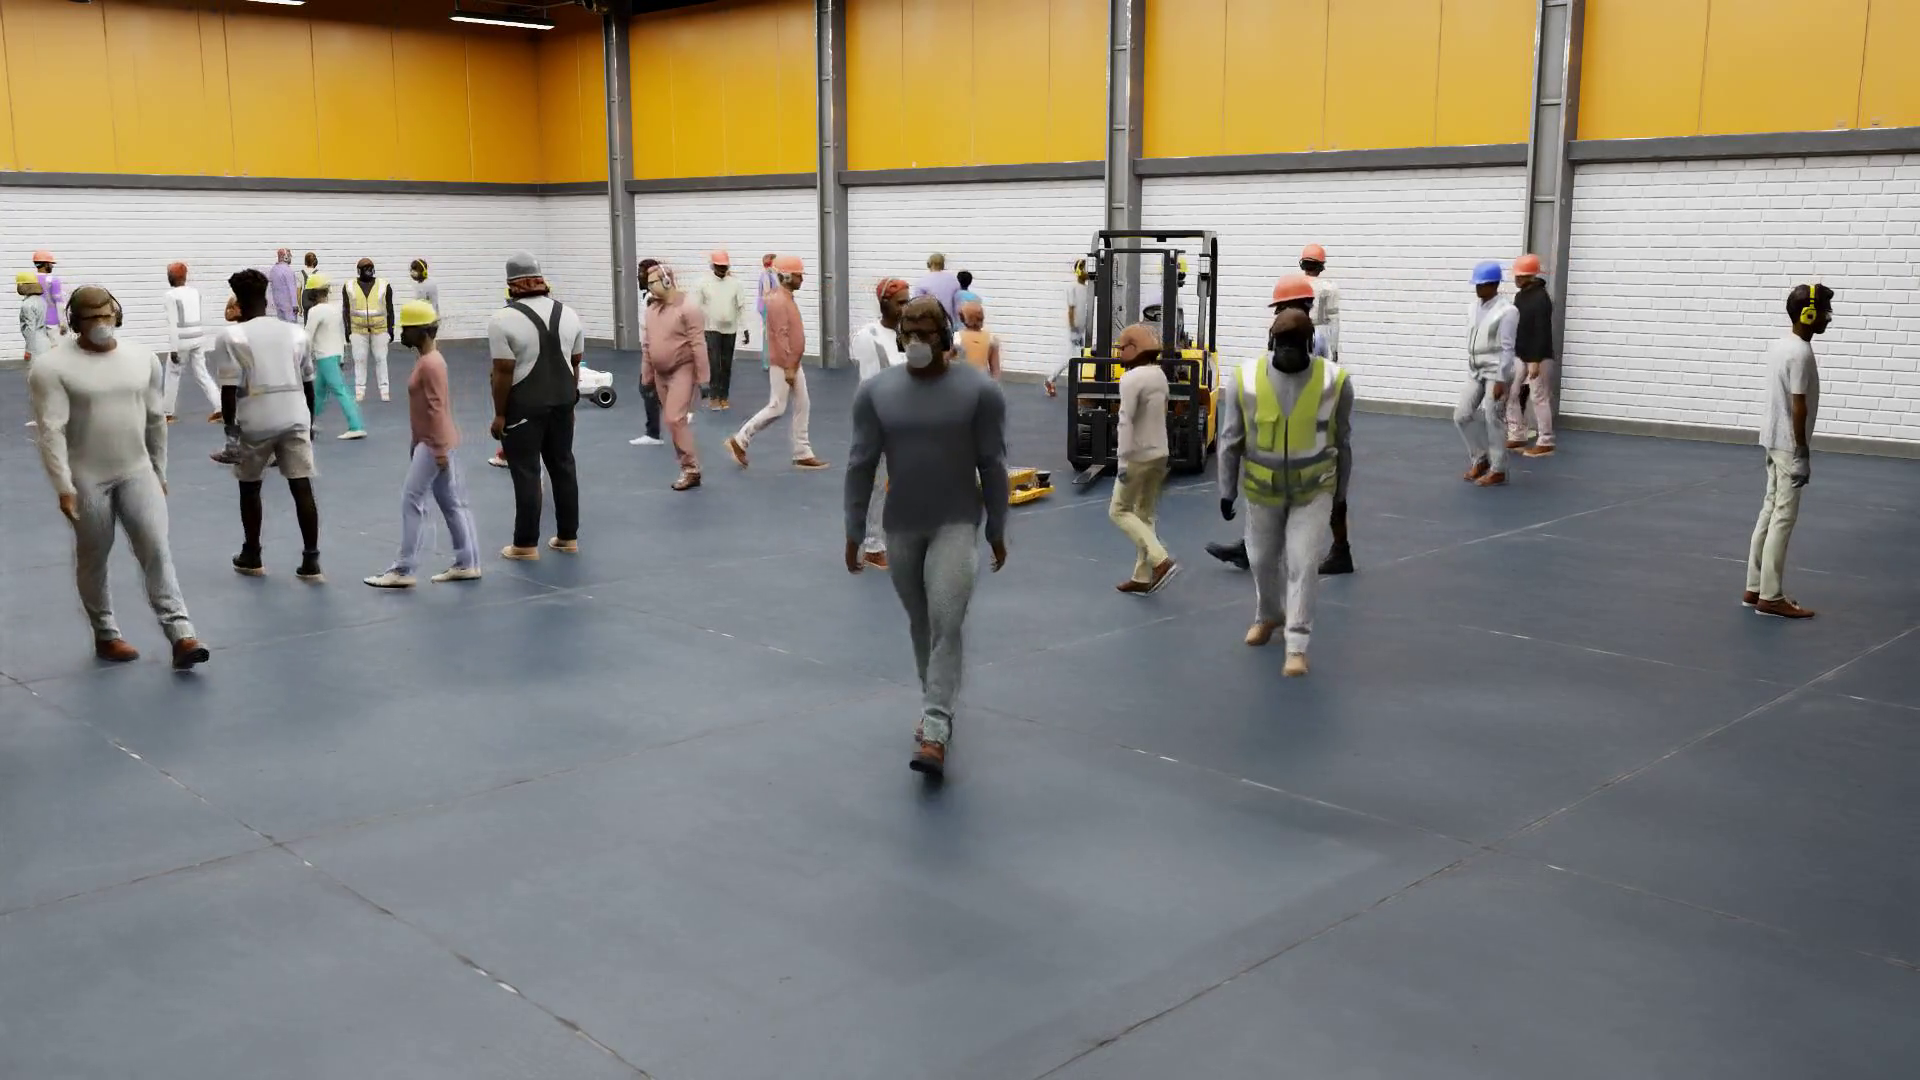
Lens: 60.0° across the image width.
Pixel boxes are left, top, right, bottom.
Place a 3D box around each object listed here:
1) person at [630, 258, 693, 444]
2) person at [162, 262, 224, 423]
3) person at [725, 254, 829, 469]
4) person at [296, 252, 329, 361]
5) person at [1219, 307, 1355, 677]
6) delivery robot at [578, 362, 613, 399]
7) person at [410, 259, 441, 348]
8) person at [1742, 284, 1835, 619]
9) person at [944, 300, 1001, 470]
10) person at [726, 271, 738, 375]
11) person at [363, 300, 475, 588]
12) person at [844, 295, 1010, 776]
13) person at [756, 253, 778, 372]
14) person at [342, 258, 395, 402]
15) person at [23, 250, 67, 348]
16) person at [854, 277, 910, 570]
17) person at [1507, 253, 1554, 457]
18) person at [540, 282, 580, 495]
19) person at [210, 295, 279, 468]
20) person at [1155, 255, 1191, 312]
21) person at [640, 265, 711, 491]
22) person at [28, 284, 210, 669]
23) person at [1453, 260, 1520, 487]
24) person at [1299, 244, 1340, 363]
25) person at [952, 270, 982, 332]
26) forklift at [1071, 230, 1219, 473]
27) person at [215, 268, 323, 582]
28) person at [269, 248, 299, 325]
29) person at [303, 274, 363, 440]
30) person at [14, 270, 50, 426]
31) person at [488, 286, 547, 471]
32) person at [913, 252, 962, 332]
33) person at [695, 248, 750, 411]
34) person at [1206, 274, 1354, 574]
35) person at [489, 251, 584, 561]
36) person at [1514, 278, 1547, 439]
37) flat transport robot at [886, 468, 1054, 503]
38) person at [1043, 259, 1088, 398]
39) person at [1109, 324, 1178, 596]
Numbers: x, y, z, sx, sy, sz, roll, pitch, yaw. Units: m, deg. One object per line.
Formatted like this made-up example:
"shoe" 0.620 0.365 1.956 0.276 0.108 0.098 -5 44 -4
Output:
"person" -3.093 -1.915 16.972 0.540 1.903 0.592 -2 11 -10
"person" -8.765 -2.225 18.846 0.957 1.839 0.589 4 11 20
"person" -1.682 -1.602 15.102 0.881 1.969 0.618 2 11 9
"person" -10.918 -3.927 28.093 0.517 1.843 0.326 -1 10 -4
"person" 1.635 -0.272 8.323 0.643 1.804 0.777 3 11 16
"delivery robot" -4.690 -1.963 20.646 0.707 0.478 0.477 -4 11 -22
"person" -6.859 -2.710 21.514 0.384 1.835 0.646 0 10 -2
"person" 4.669 -0.499 9.356 0.309 1.861 0.534 2 11 10
"person" 0.096 -1.183 13.802 0.516 1.600 0.841 -6 12 -28
"person" -3.601 -3.311 25.357 0.358 1.620 0.517 10 14 42
"person" -3.321 -0.566 10.051 0.742 1.742 0.557 -4 11 -19
"person" -0.156 -0.025 6.696 0.652 1.883 1.005 3 11 14
"person" -3.004 -3.566 26.116 0.389 1.848 0.567 -1 10 -7
"person" -7.576 -2.684 21.323 0.636 1.841 0.429 -3 11 -16
"person" -12.473 -2.990 22.738 0.548 1.934 0.375 2 11 8
"person" -0.367 -0.709 10.494 0.634 1.868 0.589 9 13 39
"person" 5.485 -1.761 15.970 0.635 1.956 0.629 -2 11 -13
"person" -3.451 -1.269 13.653 0.651 1.823 0.455 -3 11 -13
"person" -6.549 -1.450 15.298 0.870 1.581 0.518 5 12 26
"person" 2.341 -2.195 18.446 0.472 1.921 0.651 -1 10 -5
"person" -2.430 -1.353 13.956 0.679 1.877 0.583 8 13 39
"person" -4.086 -0.276 8.063 1.002 1.888 0.644 9 14 42
"person" 4.464 -1.395 14.056 0.507 1.921 0.649 -4 11 -21
"person" 3.590 -2.007 17.081 0.616 2.041 0.379 5 11 24
"person" 0.081 -2.776 22.264 0.537 1.675 0.677 -6 12 -29
"forklift" 1.804 -1.825 15.677 1.214 2.155 2.313 2 11 13
"person" -4.288 -0.710 10.325 0.665 1.918 0.849 -10 14 -43
"person" -11.693 -4.112 28.934 0.651 1.906 0.409 8 13 38
"person" -6.696 -1.902 17.376 0.905 1.718 0.540 0 10 2
"person" -10.414 -2.158 18.724 0.296 1.744 0.486 -2 11 -11
"person" -3.953 -1.481 15.109 0.931 1.715 0.541 8 13 38
"person" -0.324 -2.713 21.270 0.645 1.913 0.604 -7 13 -34
"person" -2.889 -2.552 20.263 0.647 1.962 0.752 -4 11 -23
"person" 2.052 -0.708 10.432 0.981 1.875 0.538 0 10 1
"person" -2.847 -0.892 11.008 0.537 2.000 0.675 9 14 40
"person" 5.993 -1.912 17.532 0.320 1.694 0.531 4 11 21
"flat transport robot" -0.013 -0.484 13.610 1.431 0.197 0.652 5 12 27
"person" 1.491 -2.739 21.646 0.833 1.843 0.522 9 14 41
"person" 1.092 -0.460 9.809 0.436 1.611 0.535 8 13 37
